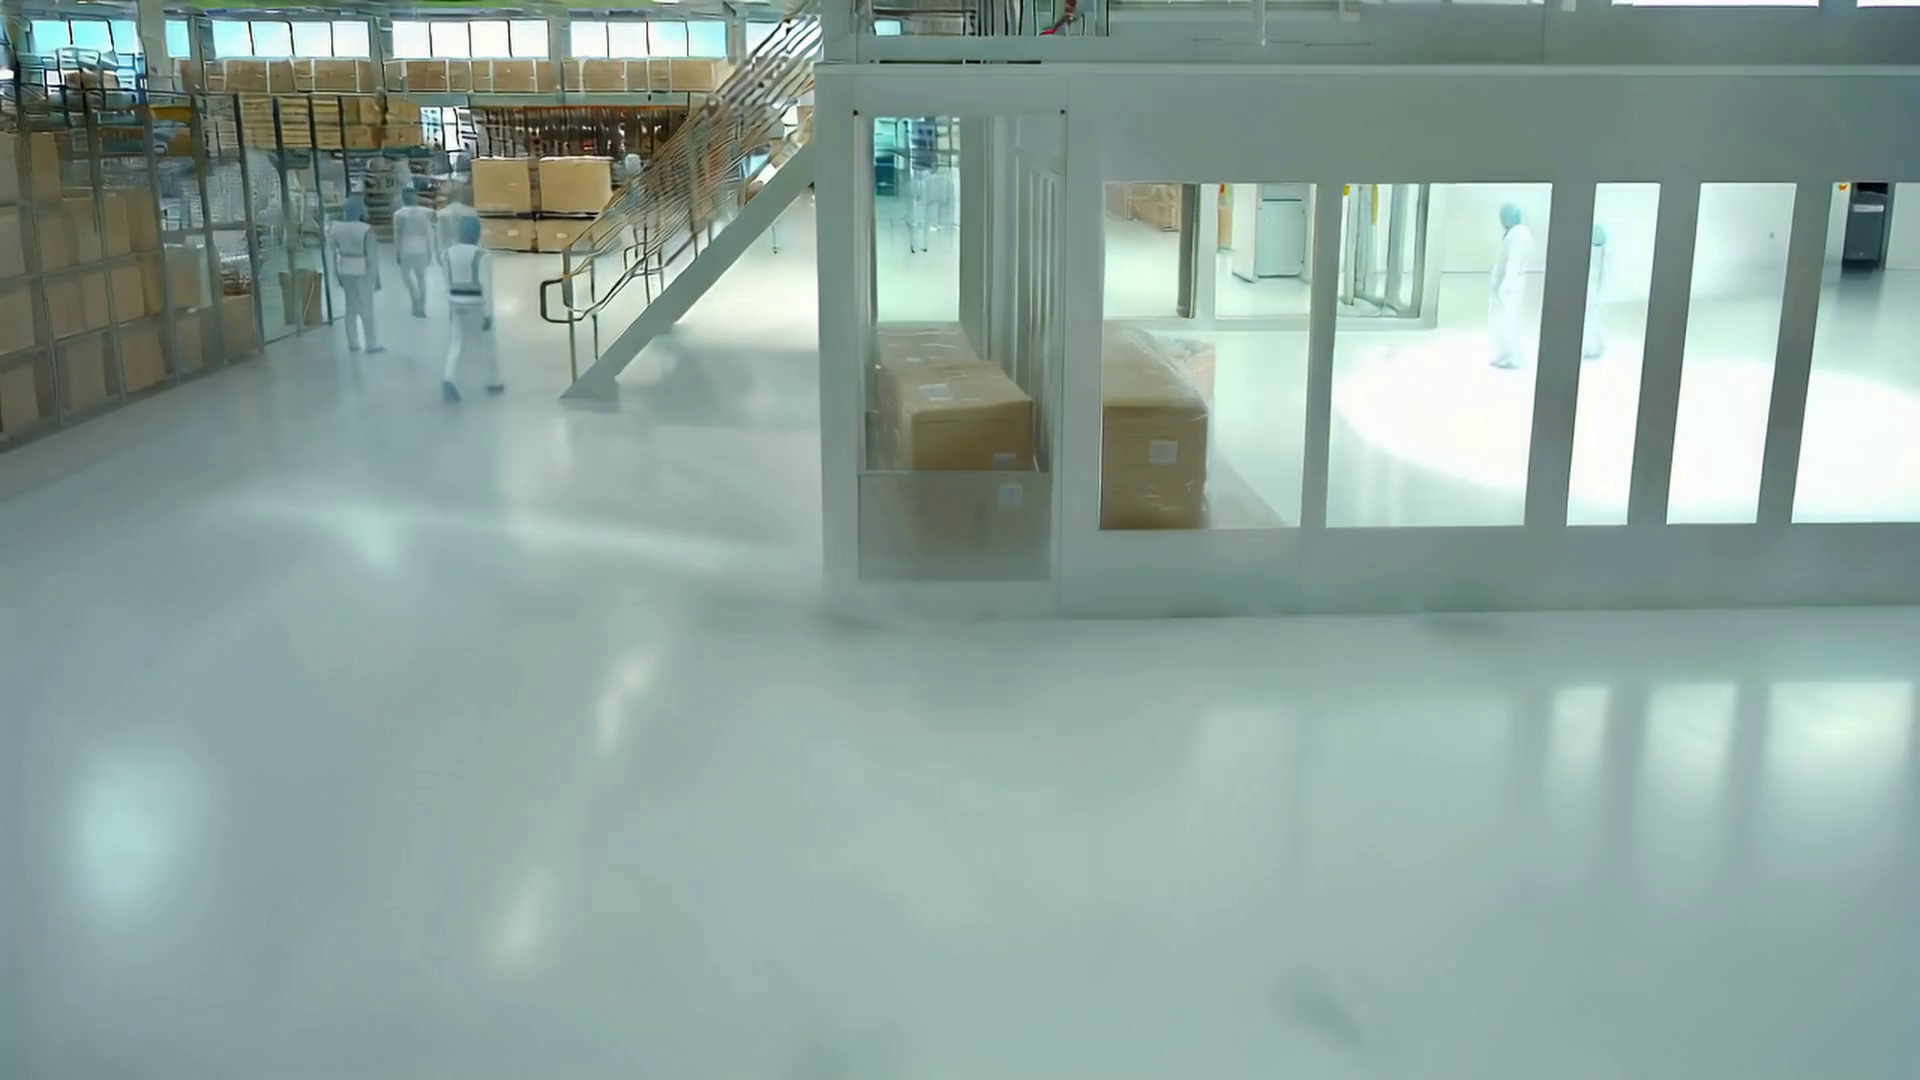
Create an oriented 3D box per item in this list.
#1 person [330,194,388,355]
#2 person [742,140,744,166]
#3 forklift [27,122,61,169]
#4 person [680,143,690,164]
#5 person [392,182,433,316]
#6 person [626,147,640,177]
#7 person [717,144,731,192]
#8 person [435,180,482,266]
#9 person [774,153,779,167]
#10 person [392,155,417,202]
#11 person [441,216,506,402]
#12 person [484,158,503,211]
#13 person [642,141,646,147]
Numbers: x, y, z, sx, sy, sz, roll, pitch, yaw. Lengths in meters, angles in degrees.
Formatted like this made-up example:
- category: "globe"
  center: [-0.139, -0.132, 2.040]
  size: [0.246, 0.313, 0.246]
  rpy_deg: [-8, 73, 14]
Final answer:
- category: "person"
  center: [-7.251, -3.182, 20.003]
  size: [0.591, 1.919, 0.392]
  rpy_deg: [4, 15, 15]
- category: "person"
  center: [-11.463, -20.285, 88.209]
  size: [0.395, 1.990, 0.619]
  rpy_deg: [-4, 15, -15]
- category: "forklift"
  center: [-35.376, -14.773, 64.377]
  size: [1.129, 2.768, 1.873]
  rpy_deg: [-1, 14, -2]
- category: "person"
  center: [-13.864, -19.222, 84.283]
  size: [0.586, 1.835, 0.404]
  rpy_deg: [-5, 15, -19]
- category: "person"
  center: [-7.890, -4.188, 24.032]
  size: [0.562, 1.918, 0.446]
  rpy_deg: [-8, 16, -29]
- category: "person"
  center: [-12.235, -13.719, 62.157]
  size: [0.407, 1.902, 0.639]
  rpy_deg: [9, 17, 31]
- category: "person"
  center: [-8.268, -12.900, 58.589]
  size: [0.375, 2.044, 0.605]
  rpy_deg: [13, 19, 43]
- category: "person"
  center: [-7.037, -4.067, 23.420]
  size: [0.634, 1.973, 0.617]
  rpy_deg: [-7, 16, -26]
- category: "person"
  center: [-8.125, -16.463, 73.504]
  size: [0.919, 1.734, 0.531]
  rpy_deg: [0, 14, 2]
- category: "person"
  center: [-15.469, -9.762, 46.363]
  size: [0.569, 1.875, 0.943]
  rpy_deg: [-1, 14, -3]
- category: "person"
  center: [-4.962, -2.321, 16.718]
  size: [0.582, 1.853, 0.933]
  rpy_deg: [3, 14, 12]
- category: "person"
  center: [-13.043, -9.807, 46.694]
  size: [0.623, 1.810, 0.587]
  rpy_deg: [2, 14, 10]
- category: "person"
  center: [-17.481, -21.235, 92.395]
  size: [0.945, 1.807, 0.580]
  rpy_deg: [-4, 15, -17]
